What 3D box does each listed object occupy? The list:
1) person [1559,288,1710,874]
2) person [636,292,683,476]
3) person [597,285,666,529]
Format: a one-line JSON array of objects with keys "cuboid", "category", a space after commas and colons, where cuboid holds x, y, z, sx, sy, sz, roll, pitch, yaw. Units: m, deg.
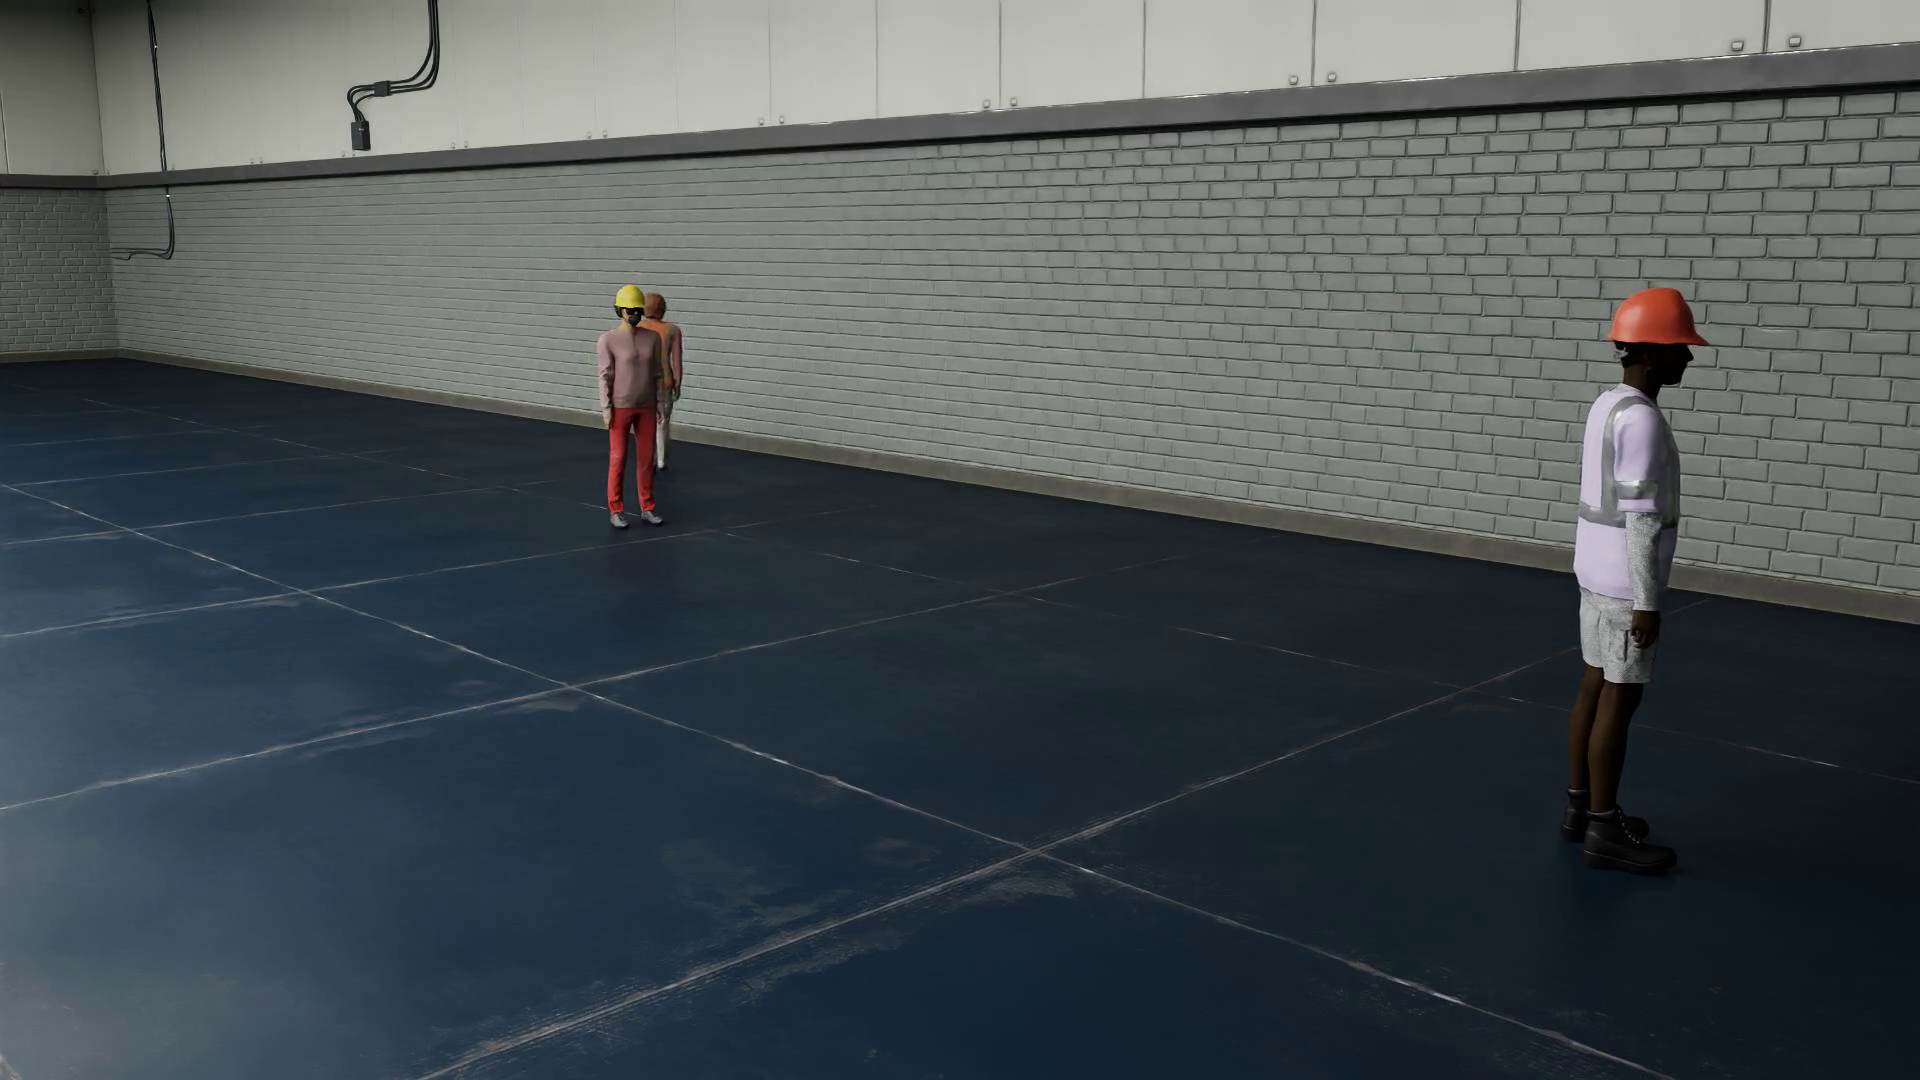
[{"cuboid": [2.266, 0.129, 5.608, 0.361, 1.938, 0.546, 1, 10, 7], "category": "person"}, {"cuboid": [-2.710, -1.384, 14.747, 0.512, 1.612, 0.789, -3, 11, -15], "category": "person"}, {"cuboid": [-2.371, -0.968, 12.083, 0.517, 1.757, 0.337, -9, 14, -41], "category": "person"}]
